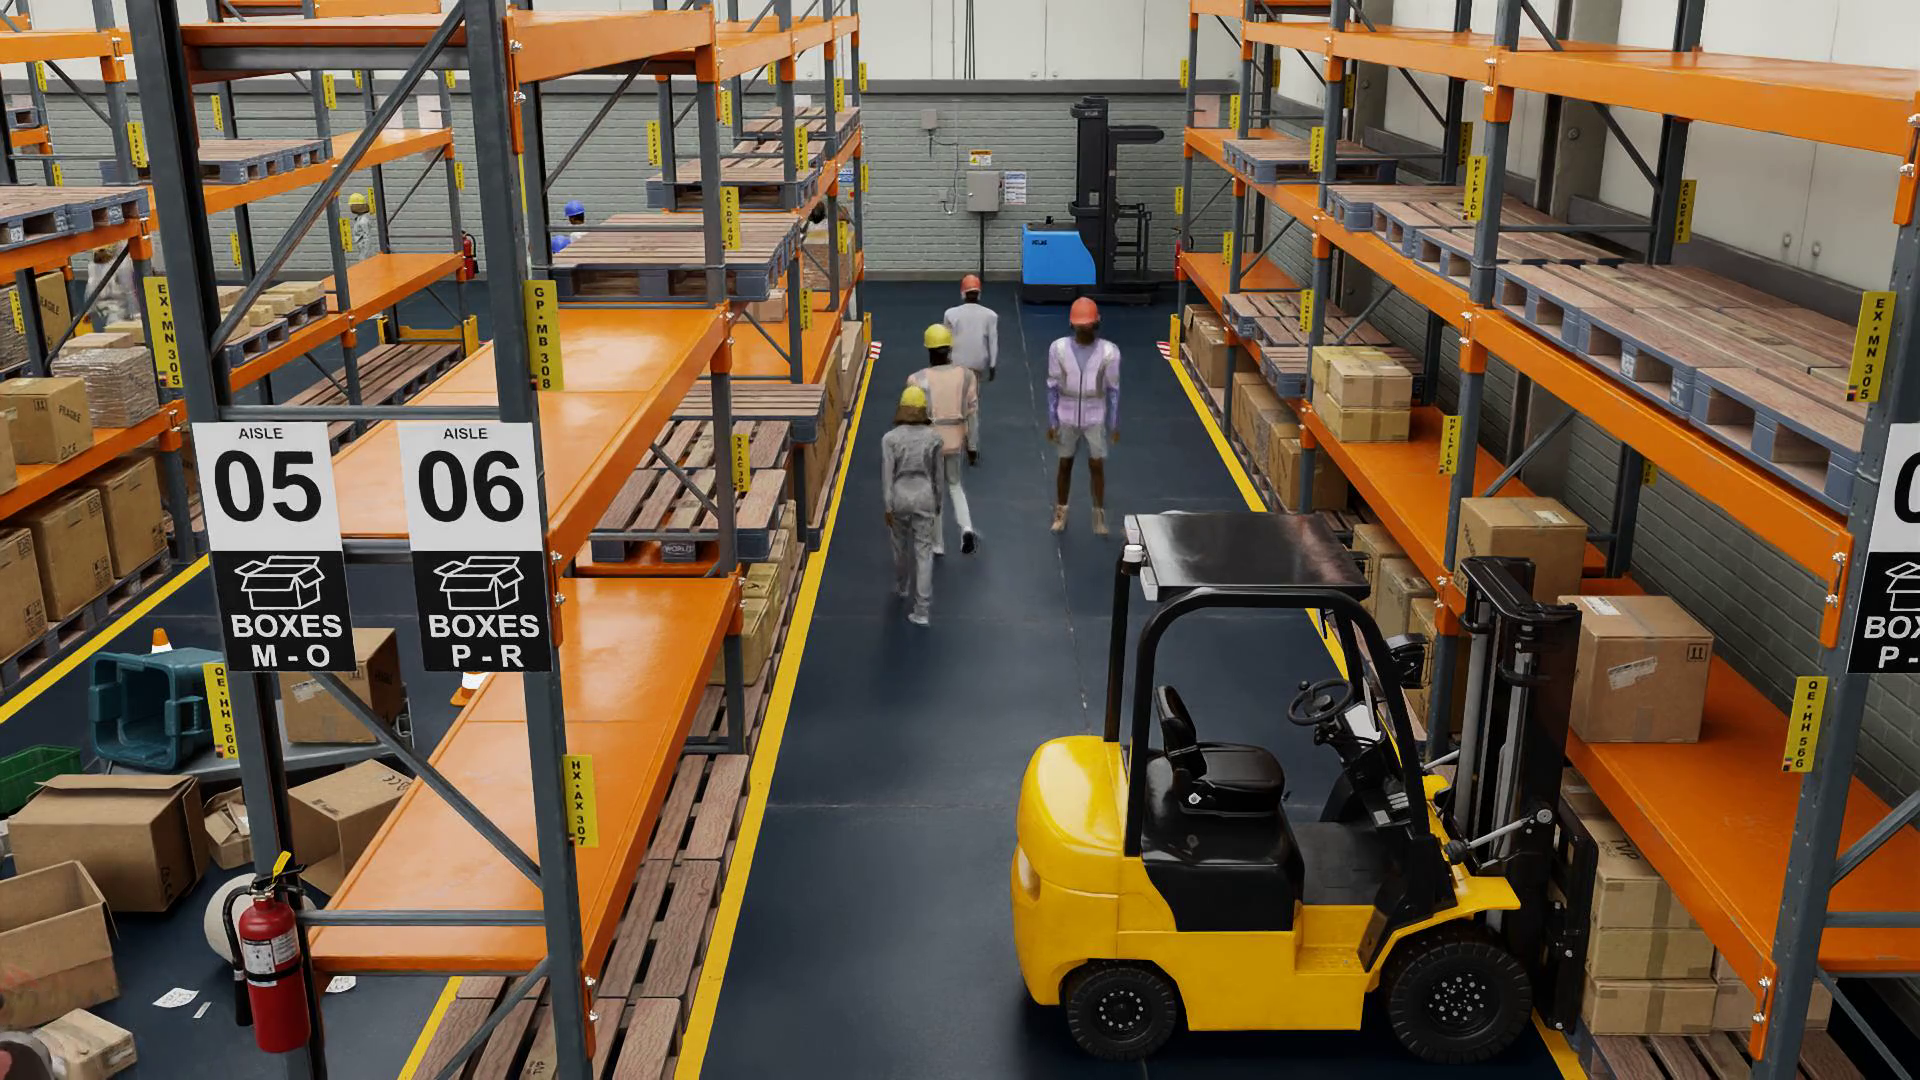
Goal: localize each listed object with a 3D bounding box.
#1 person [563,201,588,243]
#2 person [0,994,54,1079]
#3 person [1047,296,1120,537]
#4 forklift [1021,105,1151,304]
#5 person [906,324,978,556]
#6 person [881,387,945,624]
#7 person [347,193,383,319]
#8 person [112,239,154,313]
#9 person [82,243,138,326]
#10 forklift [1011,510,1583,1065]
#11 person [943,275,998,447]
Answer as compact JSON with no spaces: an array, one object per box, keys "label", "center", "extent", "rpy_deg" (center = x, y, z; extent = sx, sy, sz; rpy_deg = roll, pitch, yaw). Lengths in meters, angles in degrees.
[{"label":"person","center":[-4.728,-3.275,20.873],"extent":[0.403,1.937,0.604],"rpy_deg":[4,19,11]},{"label":"person","center":[-2.552,2.047,4.653],"extent":[0.741,2.020,0.626],"rpy_deg":[-3,18,-8]},{"label":"person","center":[1.017,-1.023,13.905],"extent":[0.609,2.041,0.395],"rpy_deg":[3,19,10]},{"label":"forklift","center":[1.857,-4.944,24.441],"extent":[1.873,2.768,1.129],"rpy_deg":[0,18,0]},{"label":"person","center":[-0.133,-0.771,13.339],"extent":[0.585,1.908,0.522],"rpy_deg":[-8,20,-22]},{"label":"person","center":[-0.341,-0.273,12.216],"extent":[0.488,1.661,0.968],"rpy_deg":[-4,19,-11]},{"label":"person","center":[-8.347,-3.976,23.296],"extent":[0.314,1.743,0.493],"rpy_deg":[-8,20,-22]},{"label":"person","center":[-10.777,-3.571,21.731],"extent":[0.731,1.964,0.642],"rpy_deg":[11,21,31]},{"label":"person","center":[-9.828,-2.638,19.191],"extent":[0.590,1.784,0.905],"rpy_deg":[10,21,27]},{"label":"forklift","center":[1.387,1.055,7.378],"extent":[2.313,2.155,1.214],"rpy_deg":[0,18,0]},{"label":"person","center":[0.093,-1.831,16.876],"extent":[0.563,1.709,0.928],"rpy_deg":[-5,19,-15]}]
